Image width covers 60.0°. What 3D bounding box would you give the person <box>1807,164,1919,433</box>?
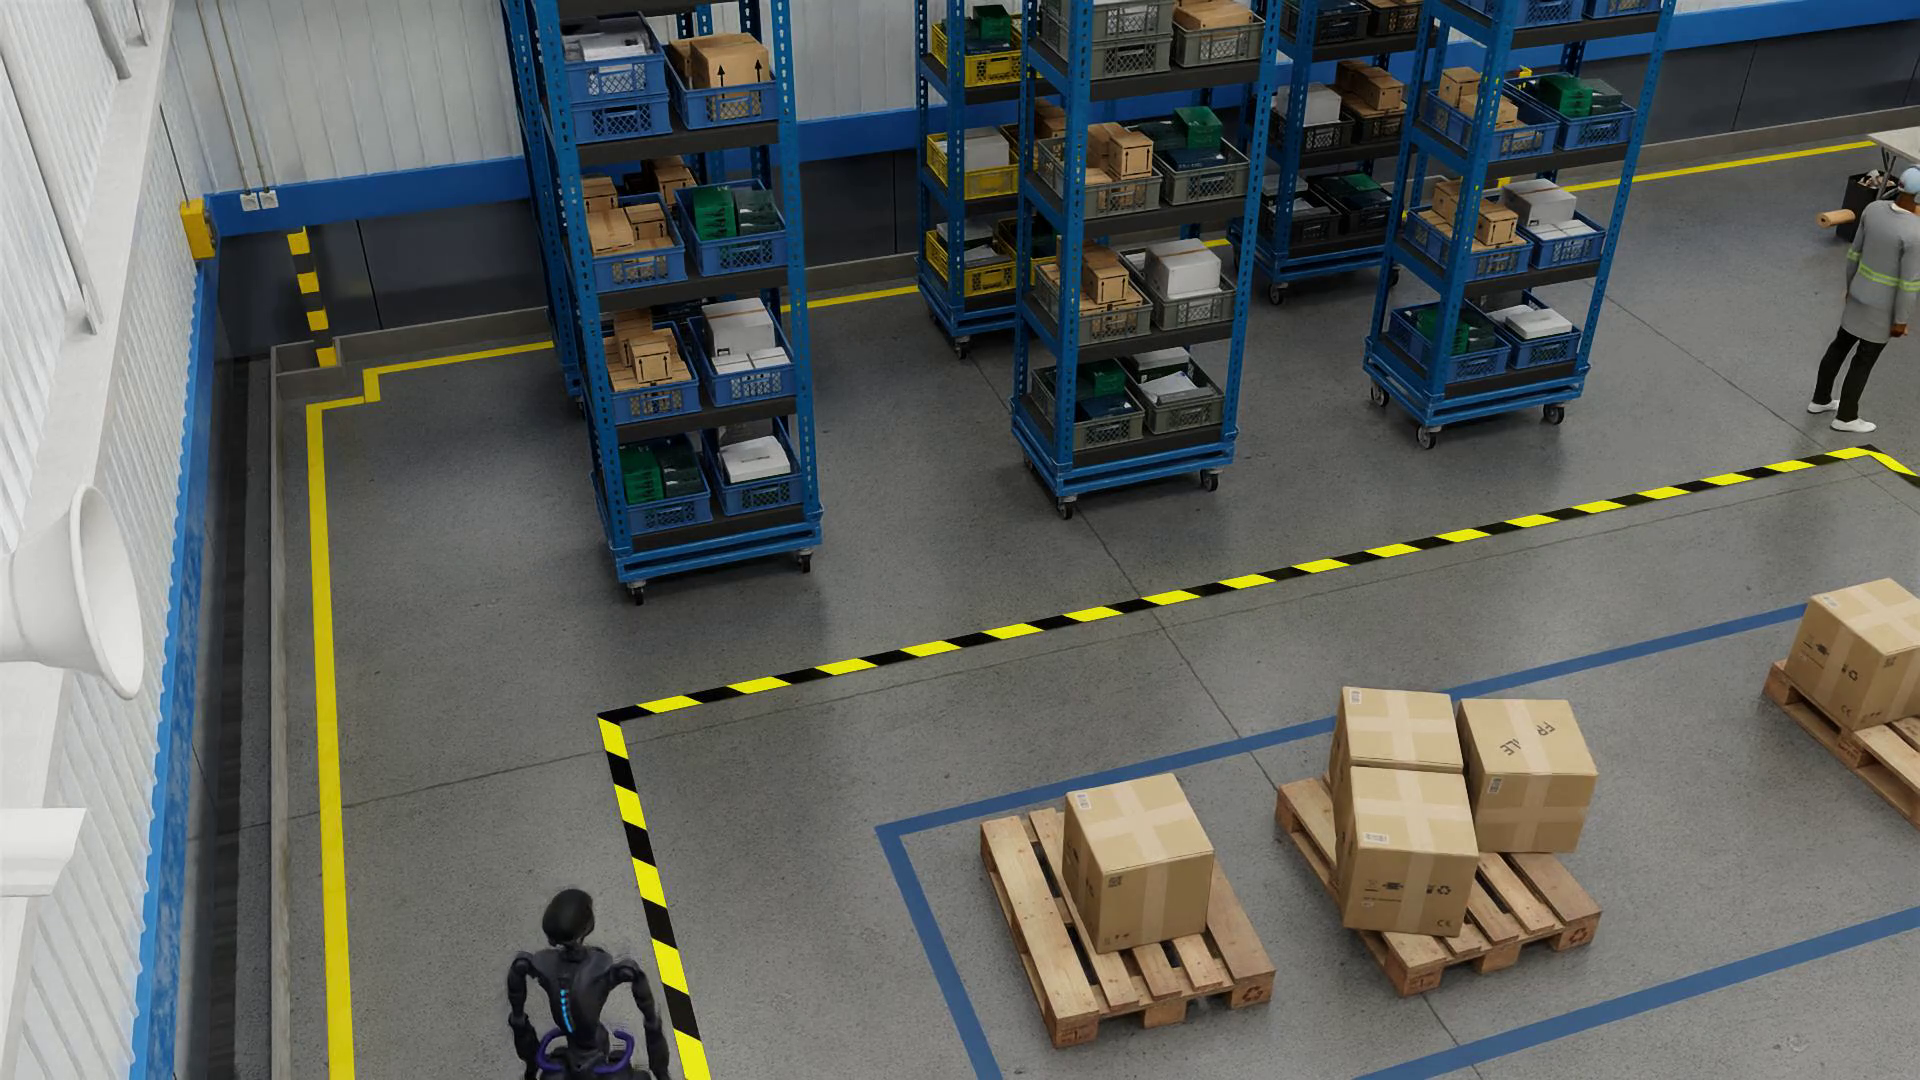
[{"bbox_3d":[6.029,-1.582,10.924,0.365,1.852,0.589,-8,36,-11],"label":"person"}]

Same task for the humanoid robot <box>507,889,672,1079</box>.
[{"bbox_3d":[-1.337,1.974,6.040,0.609,1.646,0.465,3,35,5],"label":"humanoid robot"}]
